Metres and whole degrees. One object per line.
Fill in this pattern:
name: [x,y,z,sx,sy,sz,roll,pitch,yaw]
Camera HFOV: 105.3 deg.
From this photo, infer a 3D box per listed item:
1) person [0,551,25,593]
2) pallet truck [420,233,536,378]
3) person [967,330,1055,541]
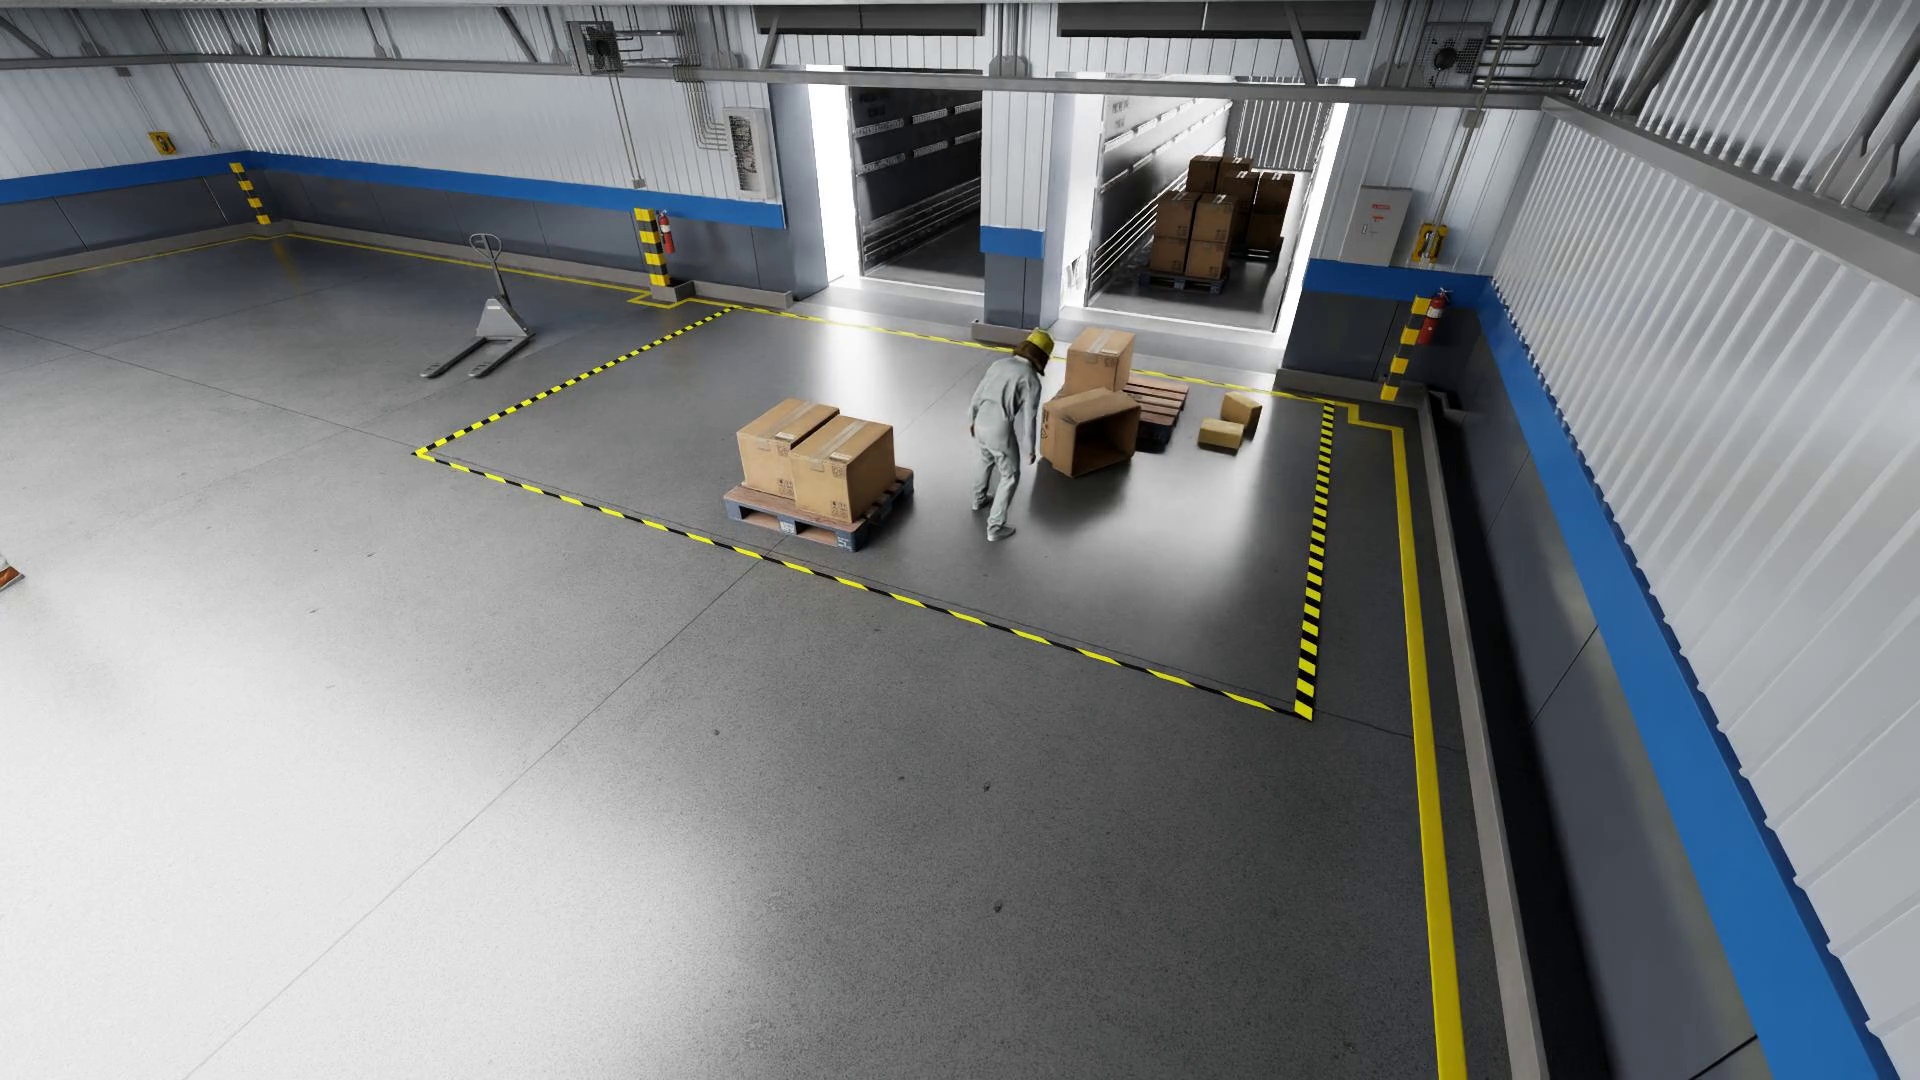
person: [-6.911,-0.460,4.655,0.601,1.948,0.384,7,36,10]
pallet truck: [-5.664,-2.712,8.427,0.680,1.201,1.601,0,35,-1]
person: [0.357,-0.803,5.544,0.660,1.488,0.735,30,45,35]
